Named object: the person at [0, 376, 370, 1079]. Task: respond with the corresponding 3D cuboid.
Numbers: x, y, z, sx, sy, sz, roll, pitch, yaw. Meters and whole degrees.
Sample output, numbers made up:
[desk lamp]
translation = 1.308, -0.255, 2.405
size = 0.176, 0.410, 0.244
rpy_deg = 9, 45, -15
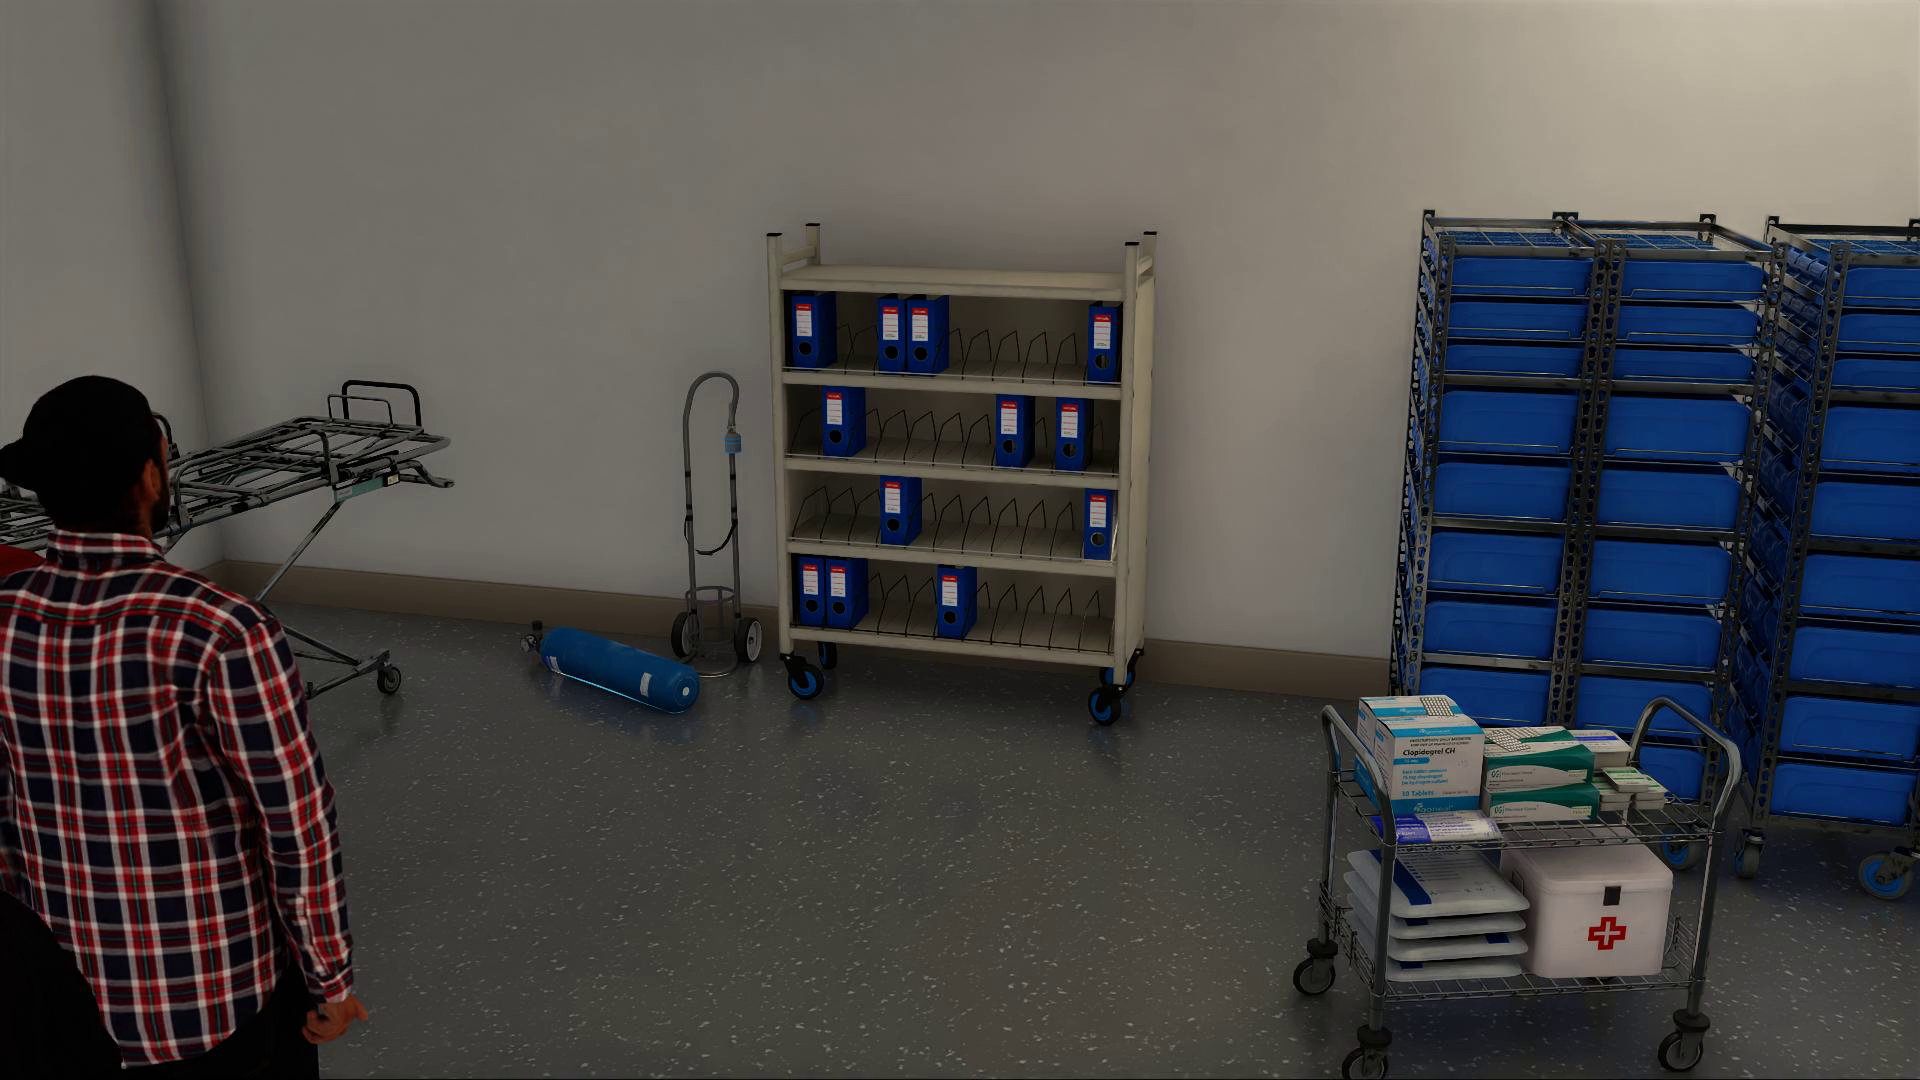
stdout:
[person]
translation = -1.169, 0.622, 2.470
size = 0.742, 1.762, 0.641
rpy_deg = 1, 16, 5
